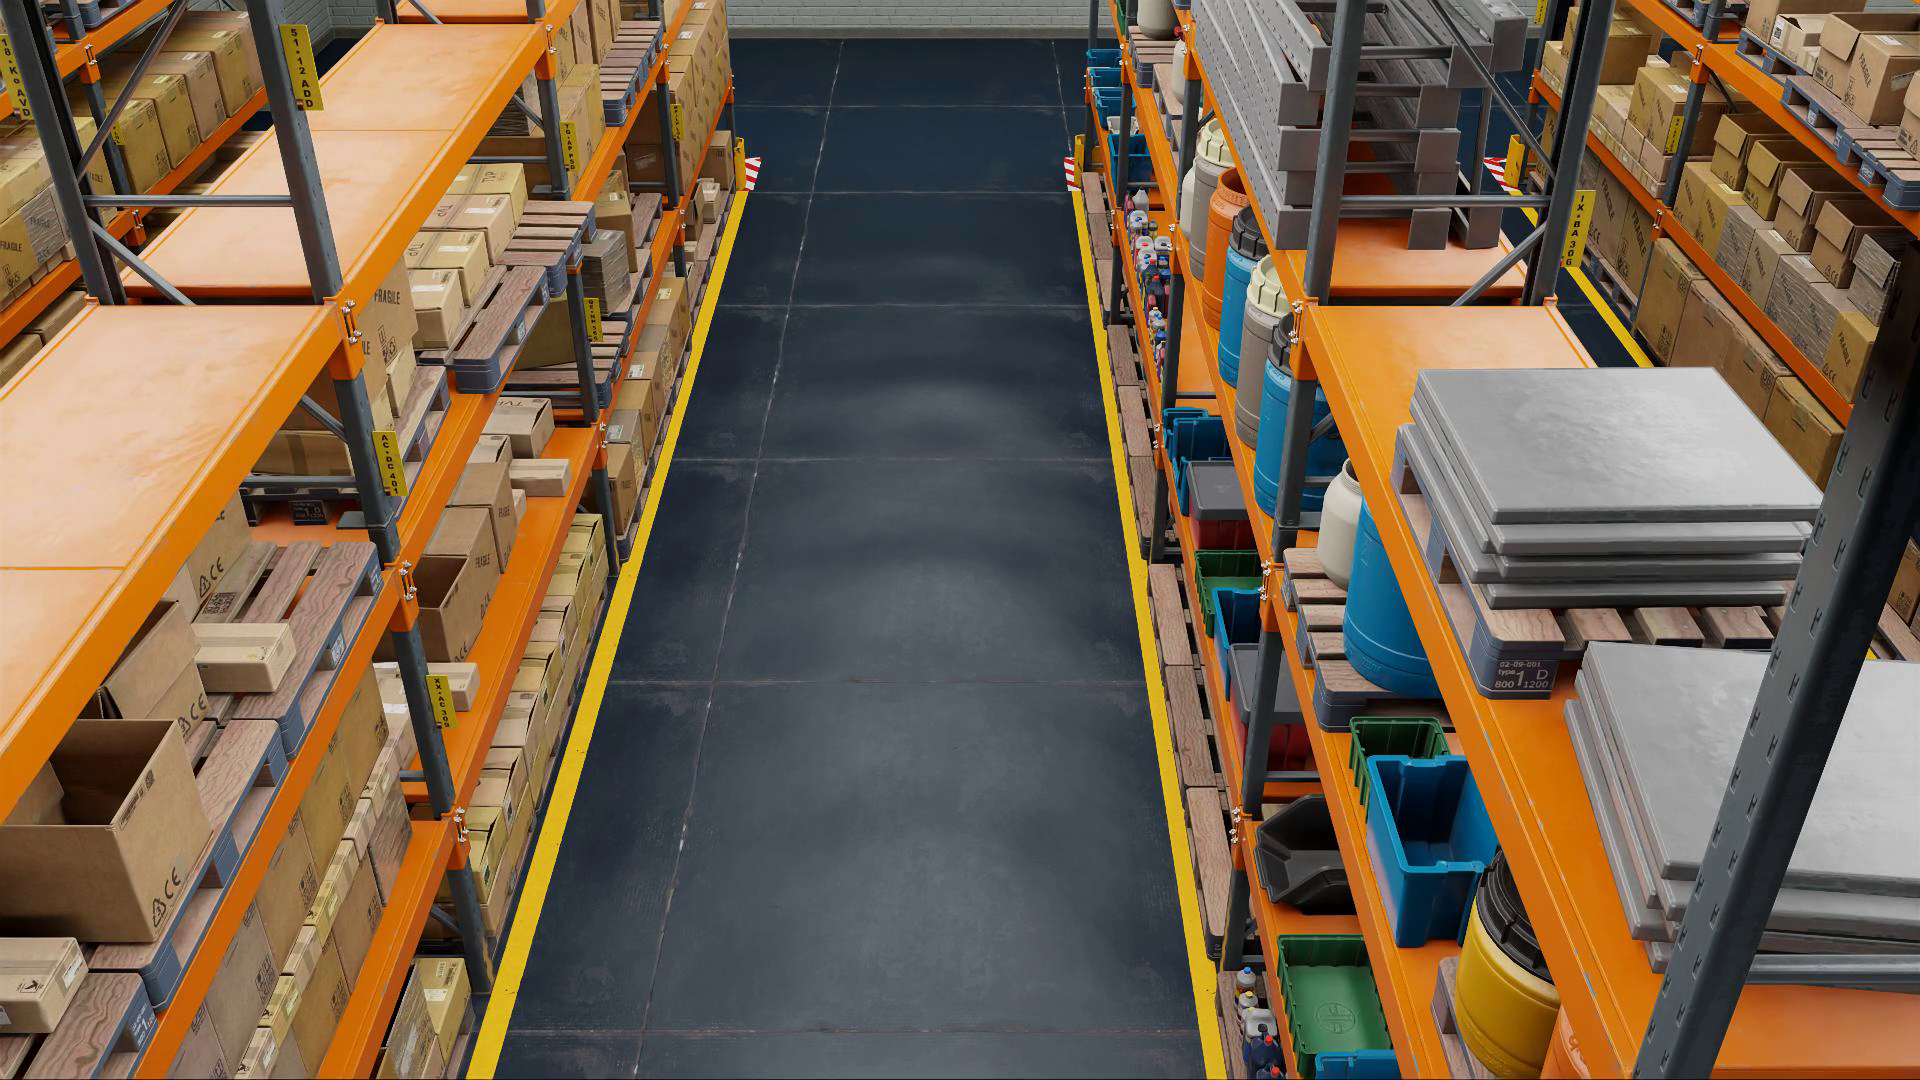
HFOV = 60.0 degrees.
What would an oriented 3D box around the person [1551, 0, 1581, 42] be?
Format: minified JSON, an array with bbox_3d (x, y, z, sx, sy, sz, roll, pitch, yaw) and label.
[{"bbox_3d":[7.944,-7.013,21.860,0.816,1.865,0.639,-10,34,-15],"label":"person"}]
